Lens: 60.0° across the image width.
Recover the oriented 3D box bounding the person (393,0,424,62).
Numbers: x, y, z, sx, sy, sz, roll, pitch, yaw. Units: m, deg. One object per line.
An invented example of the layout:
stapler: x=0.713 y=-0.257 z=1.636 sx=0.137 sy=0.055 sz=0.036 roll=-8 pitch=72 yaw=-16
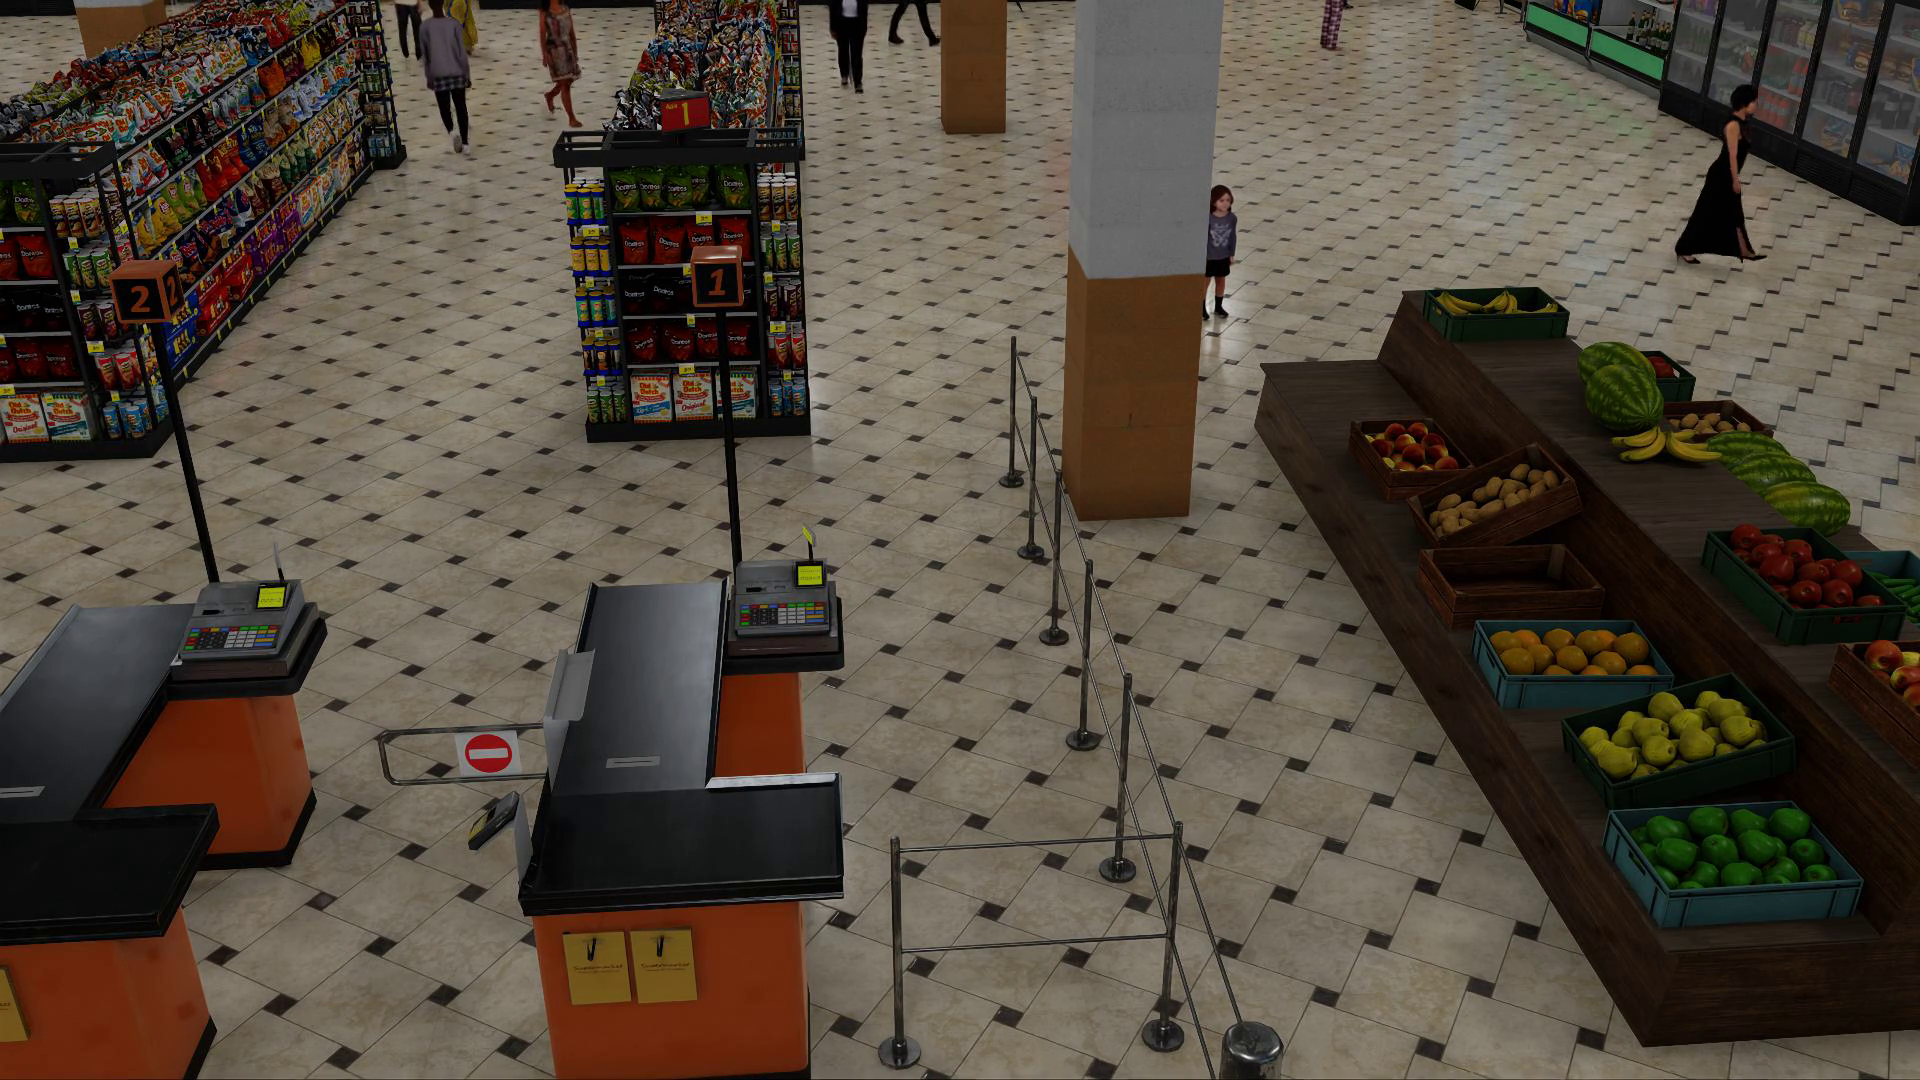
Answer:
person: x=-7.570 y=-7.330 z=22.750 sx=0.627 sy=1.572 sz=0.867 roll=-4 pitch=27 yaw=-8

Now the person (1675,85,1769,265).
person: x=6.581 y=-3.159 z=14.530 sx=0.994 sy=1.569 sz=0.997 roll=16 pitch=31 yaw=28

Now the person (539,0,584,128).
person: x=-4.713 y=-5.682 z=19.442 sx=1.108 sy=1.625 sz=1.023 roll=24 pitch=35 yaw=38

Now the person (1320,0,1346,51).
person: x=5.353 y=-7.867 z=23.666 sx=0.718 sy=1.701 sz=0.517 roll=-9 pitch=28 yaw=-17

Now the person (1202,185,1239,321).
person: x=2.062 y=-2.326 z=13.400 sx=0.499 sy=1.105 sz=0.492 roll=-8 pitch=28 yaw=-15

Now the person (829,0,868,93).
person: x=-1.421 y=-6.512 z=21.143 sx=0.700 sy=1.567 sz=1.125 roll=-4 pitch=27 yaw=-8

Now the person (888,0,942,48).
person: x=-0.780 y=-7.902 z=23.697 sx=1.122 sy=1.737 sz=1.191 roll=13 pitch=30 yaw=24

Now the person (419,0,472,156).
person: x=-5.539 y=-4.998 z=17.950 sx=0.762 sy=1.755 sz=0.971 roll=-7 pitch=28 yaw=-14

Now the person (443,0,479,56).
person: x=-7.006 y=-7.593 z=23.211 sx=1.096 sy=1.625 sz=1.162 roll=-24 pitch=35 yaw=-38
